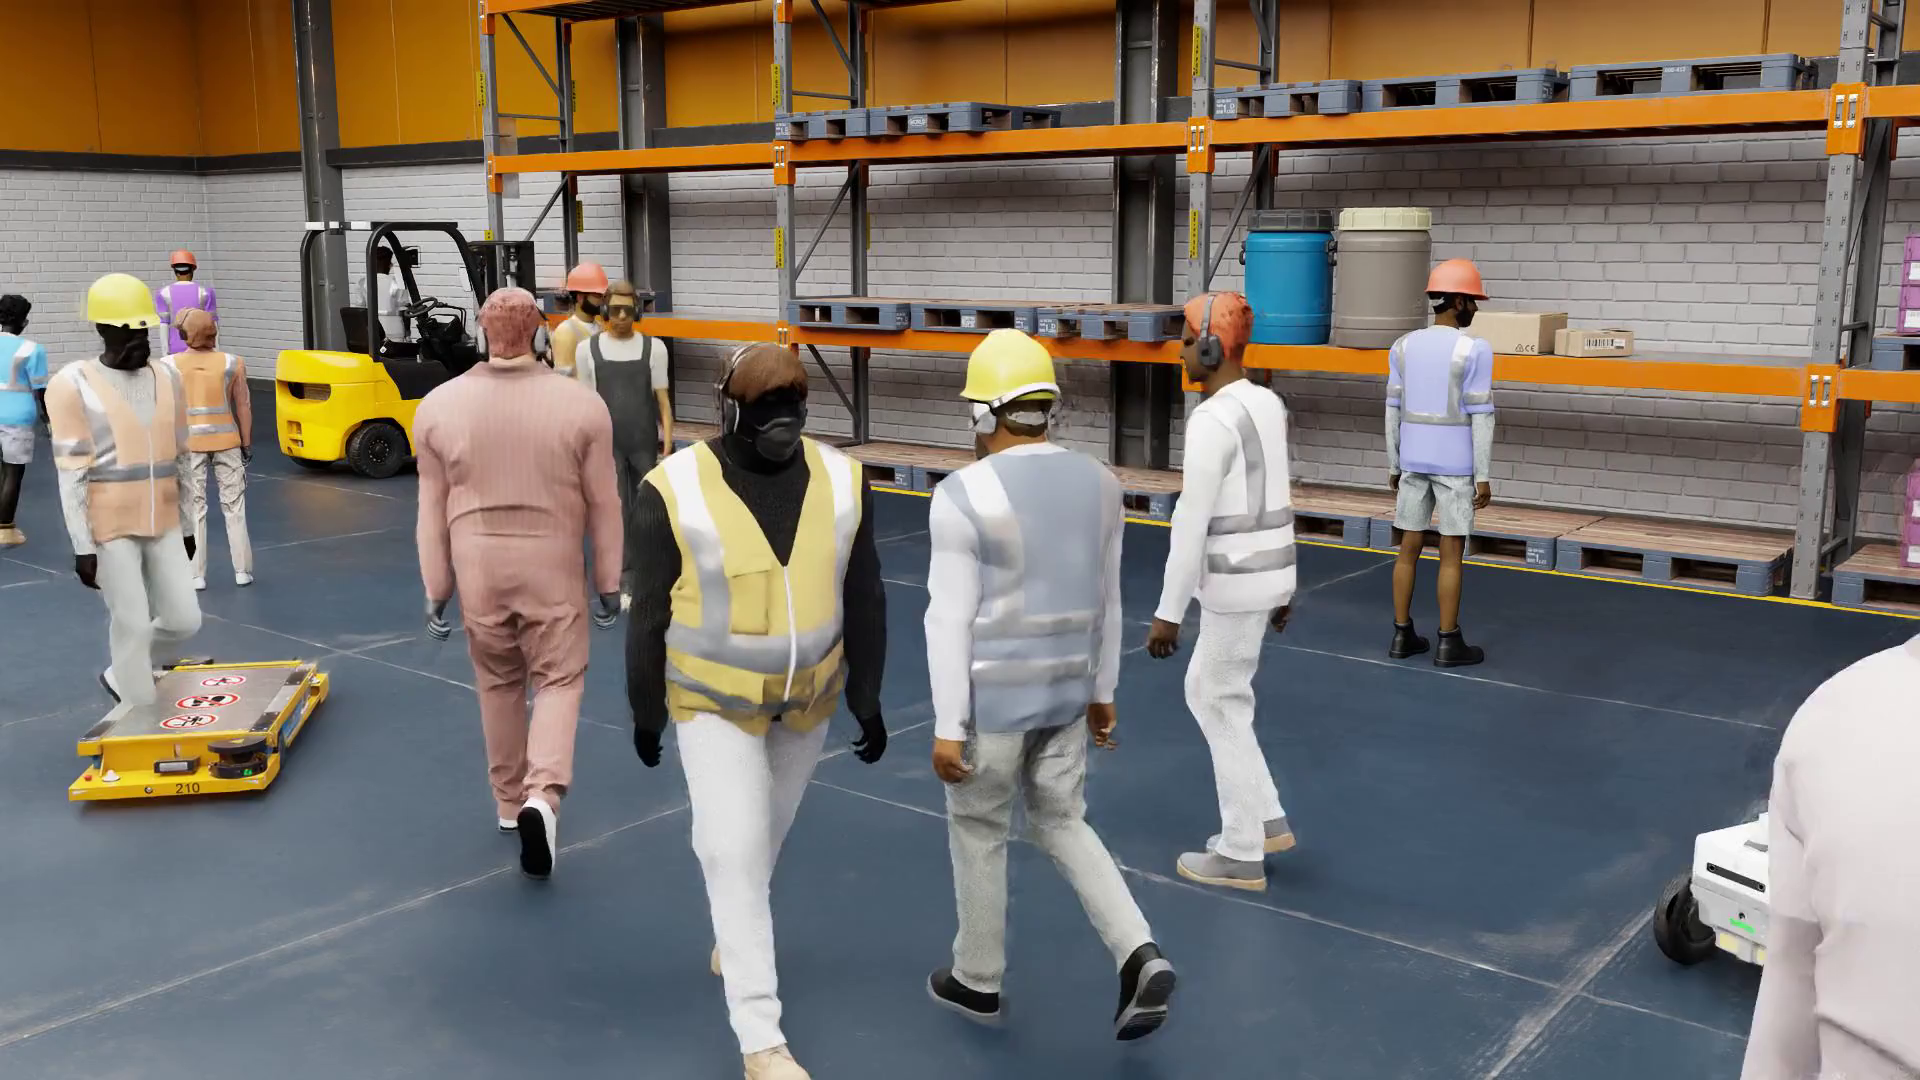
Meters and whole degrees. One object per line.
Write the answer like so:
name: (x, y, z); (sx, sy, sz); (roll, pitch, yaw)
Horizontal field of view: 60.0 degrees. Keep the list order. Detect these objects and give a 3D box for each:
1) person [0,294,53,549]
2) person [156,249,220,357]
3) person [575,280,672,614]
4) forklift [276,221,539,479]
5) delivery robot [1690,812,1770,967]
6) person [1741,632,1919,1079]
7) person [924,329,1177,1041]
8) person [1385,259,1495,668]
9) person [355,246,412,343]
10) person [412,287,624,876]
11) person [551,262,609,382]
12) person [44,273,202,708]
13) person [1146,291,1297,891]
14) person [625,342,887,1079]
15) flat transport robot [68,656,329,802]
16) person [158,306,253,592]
person: (-6.258, -0.783, 10.989); (0.553, 1.660, 0.519); (1, 10, 6)
person: (-7.557, -1.876, 16.342); (0.543, 1.928, 0.371); (-4, 11, -20)
person: (-1.874, -0.544, 9.307); (0.509, 1.819, 0.845); (-3, 11, -15)
forklift: (-4.922, -1.741, 14.854); (1.214, 2.155, 2.313); (8, 13, 38)
delivery robot: (2.358, 0.892, 4.549); (0.707, 0.478, 0.477); (-5, 12, -26)
person: (1.114, 0.783, 1.817); (0.986, 1.872, 0.645); (-1, 10, -5)
person: (0.208, 0.390, 4.128); (0.603, 1.810, 0.709); (-8, 13, -37)
person: (2.303, -0.364, 7.947); (0.370, 1.931, 0.552); (-9, 14, -41)
person: (-6.437, -2.306, 18.638); (0.608, 1.957, 0.390); (0, 10, 0)
person: (-1.435, 0.123, 5.419); (0.654, 1.880, 0.831); (-1, 10, -3)
person: (-2.311, -0.761, 10.284); (0.984, 1.895, 0.566); (1, 10, 7)
person: (-3.214, -0.067, 6.408); (0.549, 1.902, 0.592); (5, 11, 26)
person: (0.837, 0.168, 5.186); (0.412, 1.866, 0.615); (5, 11, 26)
person: (-0.485, 0.404, 4.144); (0.630, 1.788, 0.940); (-6, 12, -31)
flat transport robot: (-2.972, 0.709, 6.607); (0.652, 0.197, 1.431); (-2, 10, -11)
person: (-4.353, -0.517, 9.614); (0.515, 1.639, 0.308); (-6, 12, -32)
